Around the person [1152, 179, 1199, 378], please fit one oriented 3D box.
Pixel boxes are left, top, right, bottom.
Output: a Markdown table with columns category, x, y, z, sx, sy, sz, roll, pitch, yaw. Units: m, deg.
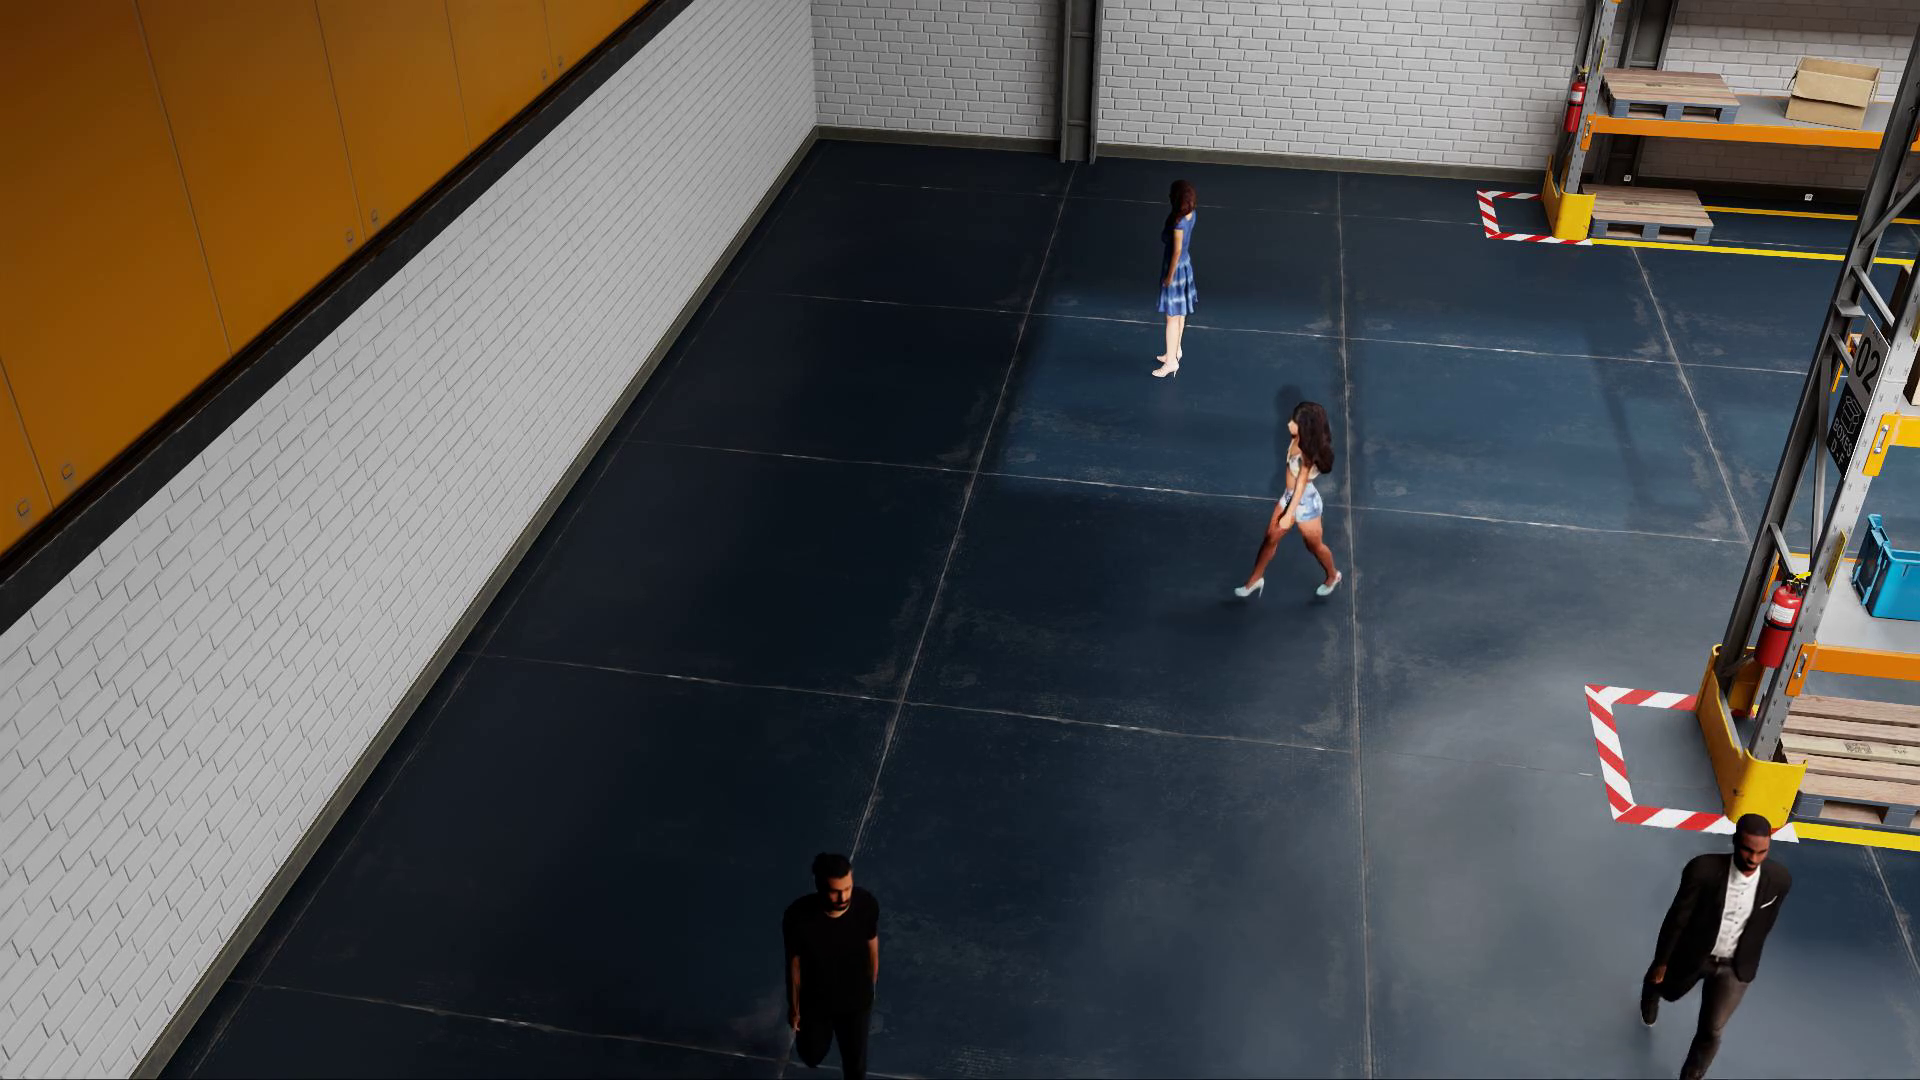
| category | x | y | z | sx | sy | sz | roll | pitch | yaw |
| --- | --- | --- | --- | --- | --- | --- | --- | --- | --- |
| person | 1.880 | -2.297 | 14.573 | 0.589 | 1.806 | 0.685 | 9 | 35 | 13 |

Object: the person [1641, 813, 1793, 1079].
| category | x | y | z | sx | sy | sz | roll | pitch | yaw |
| --- | --- | --- | --- | --- | --- | --- | --- | --- | --- |
| person | 3.652 | 1.982 | 8.174 | 1.087 | 1.763 | 0.730 | 6 | 34 | 9 |

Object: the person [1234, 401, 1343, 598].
| category | x | y | z | sx | sy | sz | roll | pitch | yaw |
| --- | --- | --- | --- | --- | --- | --- | --- | --- | --- |
| person | 2.457 | -0.221 | 11.646 | 1.078 | 1.587 | 0.796 | -5 | 34 | -7 |

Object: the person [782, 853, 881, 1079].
| category | x | y | z | sx | sy | sz | roll | pitch | yaw |
| --- | --- | --- | --- | --- | --- | --- | --- | --- | --- |
| person | -0.639 | 2.119 | 7.988 | 1.013 | 1.740 | 0.963 | -10 | 35 | -15 |
